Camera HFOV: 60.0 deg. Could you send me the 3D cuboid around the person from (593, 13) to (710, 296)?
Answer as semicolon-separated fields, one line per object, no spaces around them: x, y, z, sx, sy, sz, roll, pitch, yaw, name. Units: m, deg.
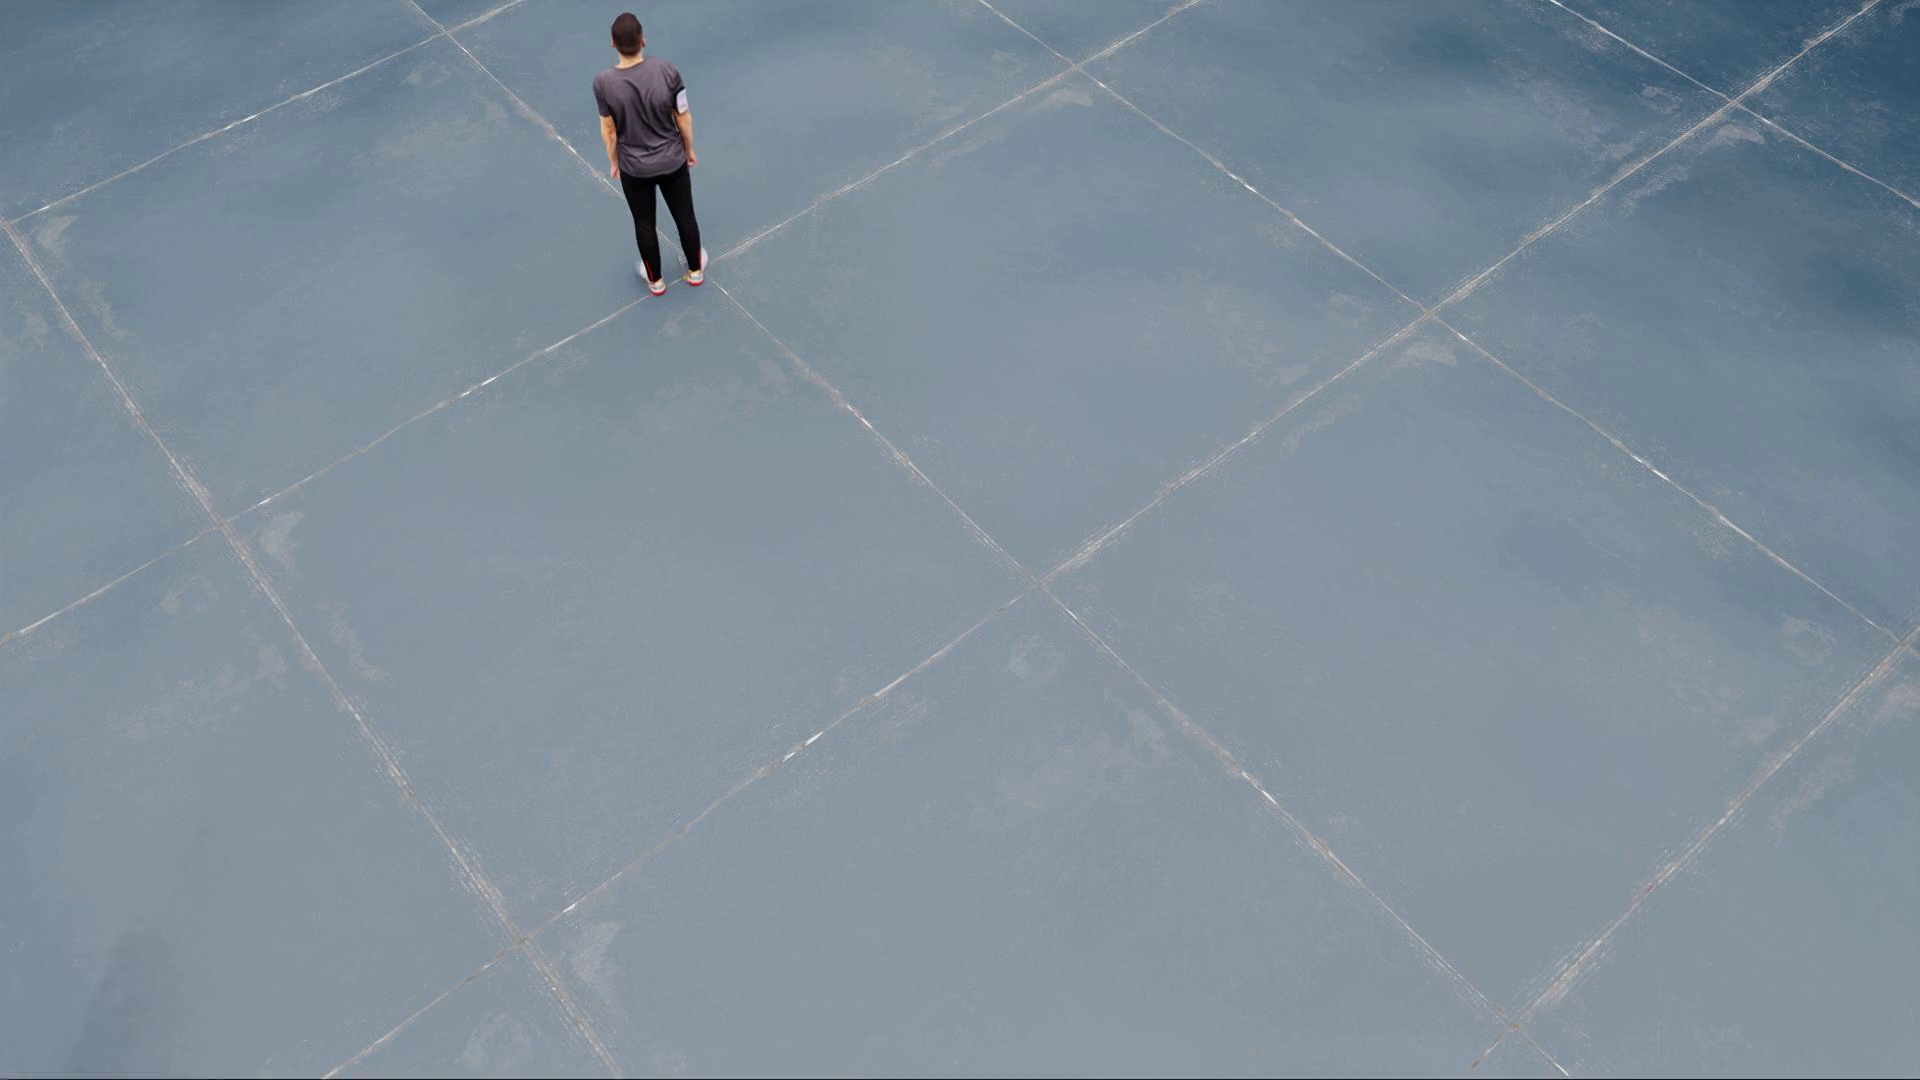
-1.675;-2.067;9.027;0.630;1.764;0.771;-12;53;-9;person
